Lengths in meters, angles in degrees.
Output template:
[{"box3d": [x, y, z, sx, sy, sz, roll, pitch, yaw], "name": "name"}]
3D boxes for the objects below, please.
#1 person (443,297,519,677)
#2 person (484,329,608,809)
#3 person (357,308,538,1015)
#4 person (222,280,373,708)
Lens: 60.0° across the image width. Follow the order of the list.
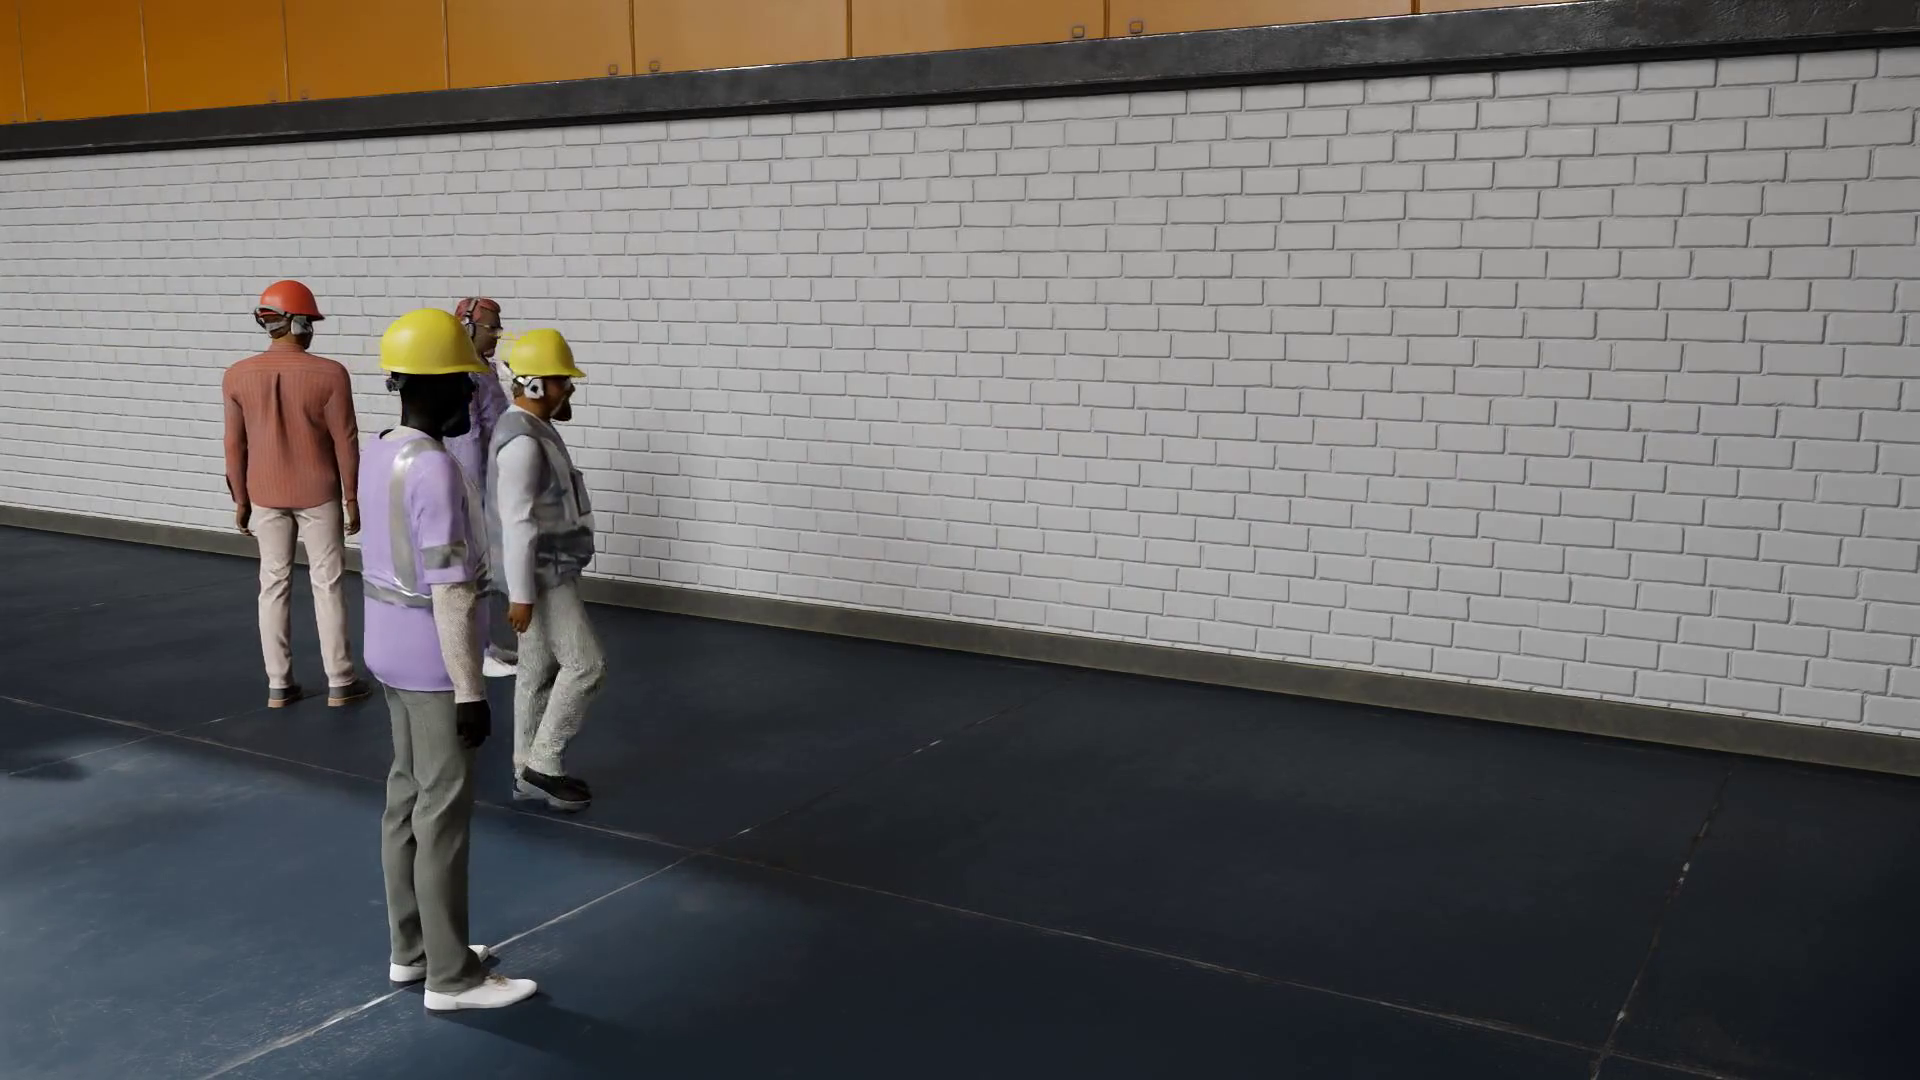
[{"box3d": [-2.423, -0.268, 8.436, 0.405, 1.903, 0.636, -2, 9, -13], "name": "person"}, {"box3d": [-1.548, 0.118, 6.285, 0.462, 1.817, 0.601, -3, 9, -15], "name": "person"}, {"box3d": [-1.440, 0.333, 4.591, 0.371, 1.928, 0.587, -7, 11, -36], "name": "person"}, {"box3d": [-3.088, -0.206, 7.763, 0.612, 1.990, 0.392, 0, 9, 1], "name": "person"}]
